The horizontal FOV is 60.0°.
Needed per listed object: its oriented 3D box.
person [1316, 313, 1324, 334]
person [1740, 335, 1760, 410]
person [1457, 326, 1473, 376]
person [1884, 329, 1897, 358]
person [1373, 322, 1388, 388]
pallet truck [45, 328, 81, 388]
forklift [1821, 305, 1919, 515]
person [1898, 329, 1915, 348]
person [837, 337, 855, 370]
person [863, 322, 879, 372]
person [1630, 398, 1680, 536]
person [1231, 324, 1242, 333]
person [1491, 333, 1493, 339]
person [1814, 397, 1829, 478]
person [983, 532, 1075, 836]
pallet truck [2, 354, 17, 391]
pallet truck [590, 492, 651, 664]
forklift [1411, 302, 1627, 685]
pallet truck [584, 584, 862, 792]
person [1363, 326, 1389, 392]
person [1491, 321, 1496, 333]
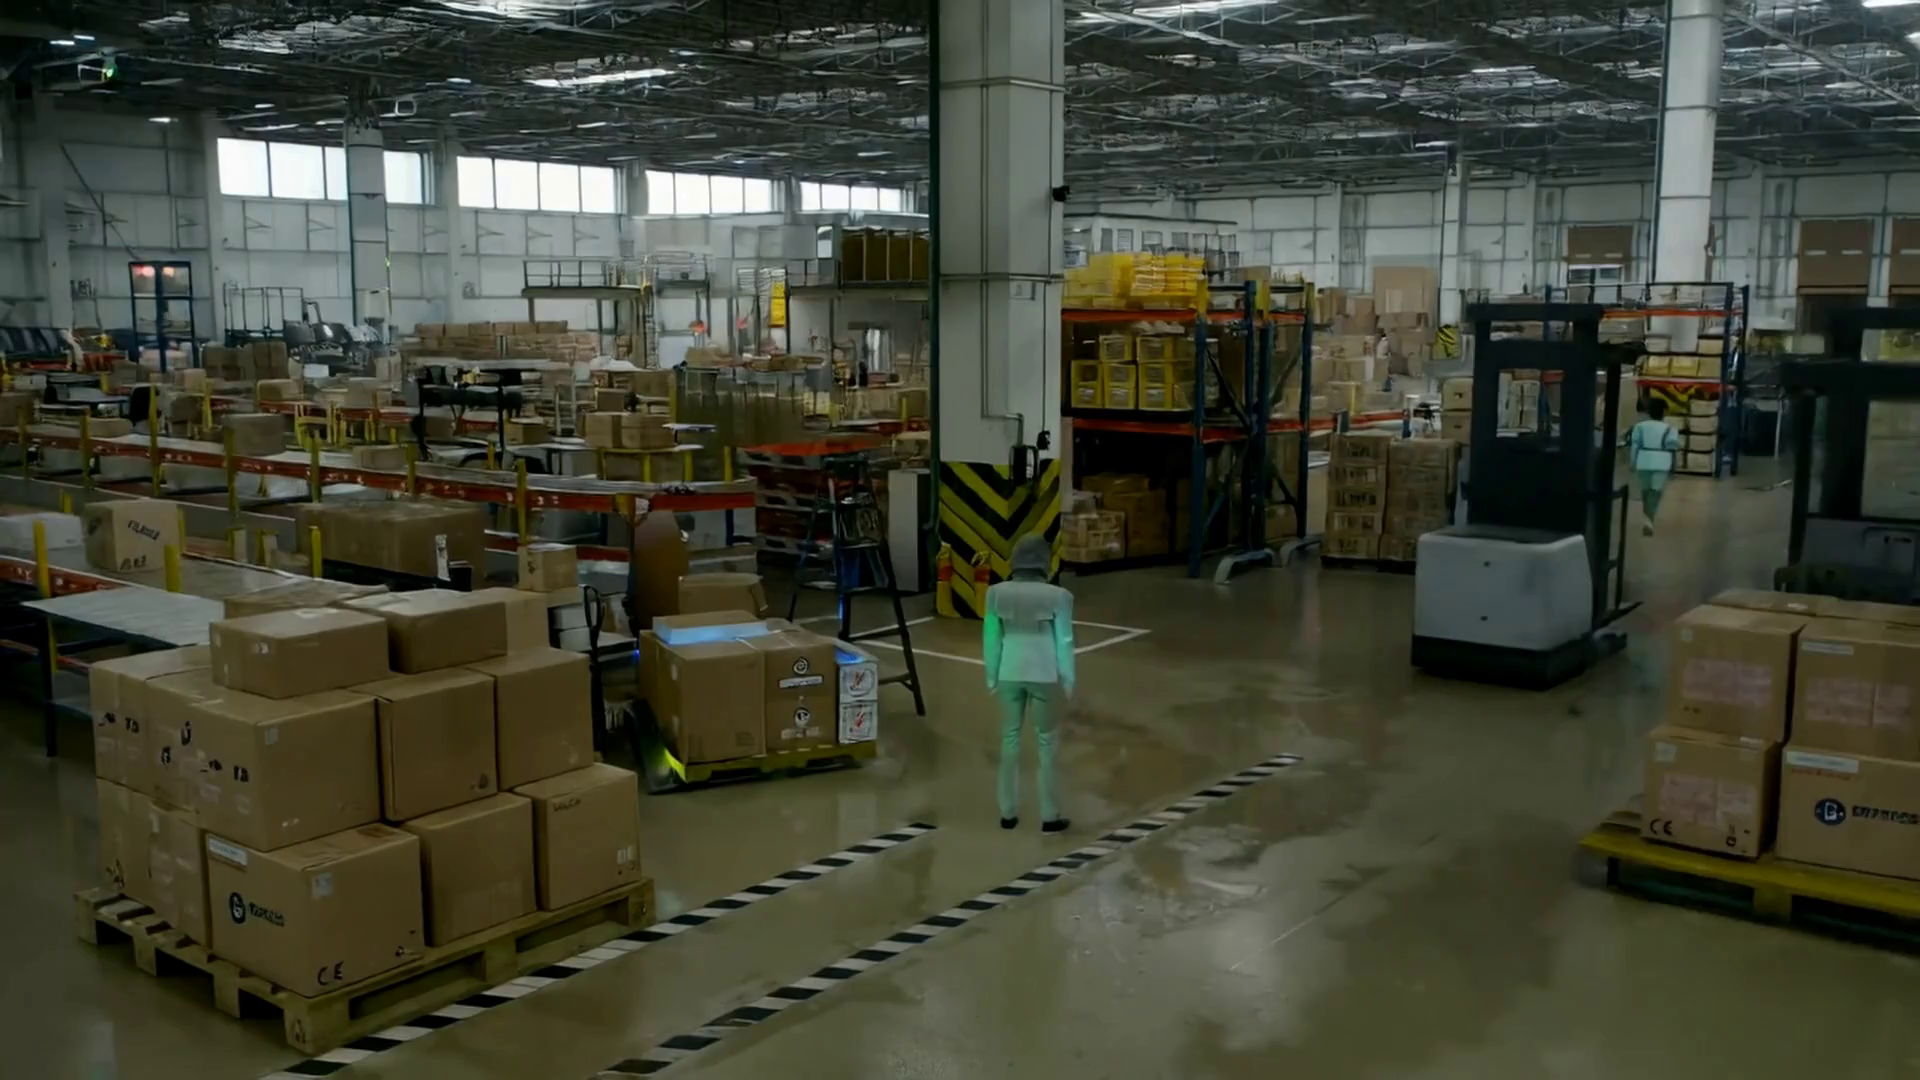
[{"bbox_3d":[17.445,-9.996,80.335,0.746,1.974,0.627,0,8,0],"label":"person"},{"bbox_3d":[18.626,-3.854,39.140,0.683,1.914,0.560,3,9,18],"label":"person"},{"bbox_3d":[16.695,-6.125,54.733,0.880,1.837,0.515,-3,9,-20],"label":"person"},{"bbox_3d":[33.237,-6.869,59.451,0.407,1.917,0.586,0,8,3],"label":"person"},{"bbox_3d":[12.667,-5.540,50.125,0.476,2.030,0.617,1,8,4],"label":"person"},{"bbox_3d":[-23.775,-4.544,43.495,1.885,1.965,0.823,6,10,35],"label":"pallet truck"},{"bbox_3d":[5.434,0.053,9.544,1.129,2.768,1.873,6,11,37],"label":"forklift"},{"bbox_3d":[33.868,-6.788,59.601,0.503,1.705,0.840,-3,9,-18],"label":"person"},{"bbox_3d":[-2.951,-4.394,43.260,0.533,1.767,0.326,3,9,20],"label":"person"},{"bbox_3d":[-3.228,-7.118,61.358,0.574,1.851,0.957,-8,11,-42],"label":"person"},{"bbox_3d":[8.322,-0.883,19.970,0.540,1.655,0.863,6,10,36],"label":"person"},{"bbox_3d":[10.186,-7.055,61.124,0.641,1.808,0.862,-6,11,-37],"label":"person"},{"bbox_3d":[18.137,-6.520,57.341,0.429,1.844,0.627,3,9,18],"label":"person"},{"bbox_3d":[13.770,-1.897,26.349,0.598,1.784,0.920,7,11,37],"label":"person"},{"bbox_3d":[0.371,0.769,8.904,0.501,1.632,0.286,3,9,20],"label":"person"},{"bbox_3d":[-24.881,-4.417,42.634,1.885,1.965,0.823,8,11,41],"label":"pallet truck"},{"bbox_3d":[-3.115,0.344,12.883,0.653,1.274,1.630,7,11,37],"label":"pallet truck"},{"bbox_3d":[4.379,-0.438,12.852,1.129,2.768,1.873,7,11,37],"label":"forklift"},{"bbox_3d":[-1.426,0.805,10.019,1.601,1.201,0.680,-4,9,-26],"label":"pallet truck"},{"bbox_3d":[10.892,-4.547,43.367,0.683,2.000,0.538,6,10,35],"label":"person"},{"bbox_3d":[25.542,-9.913,80.053,0.789,1.888,0.640,7,11,41],"label":"person"}]
